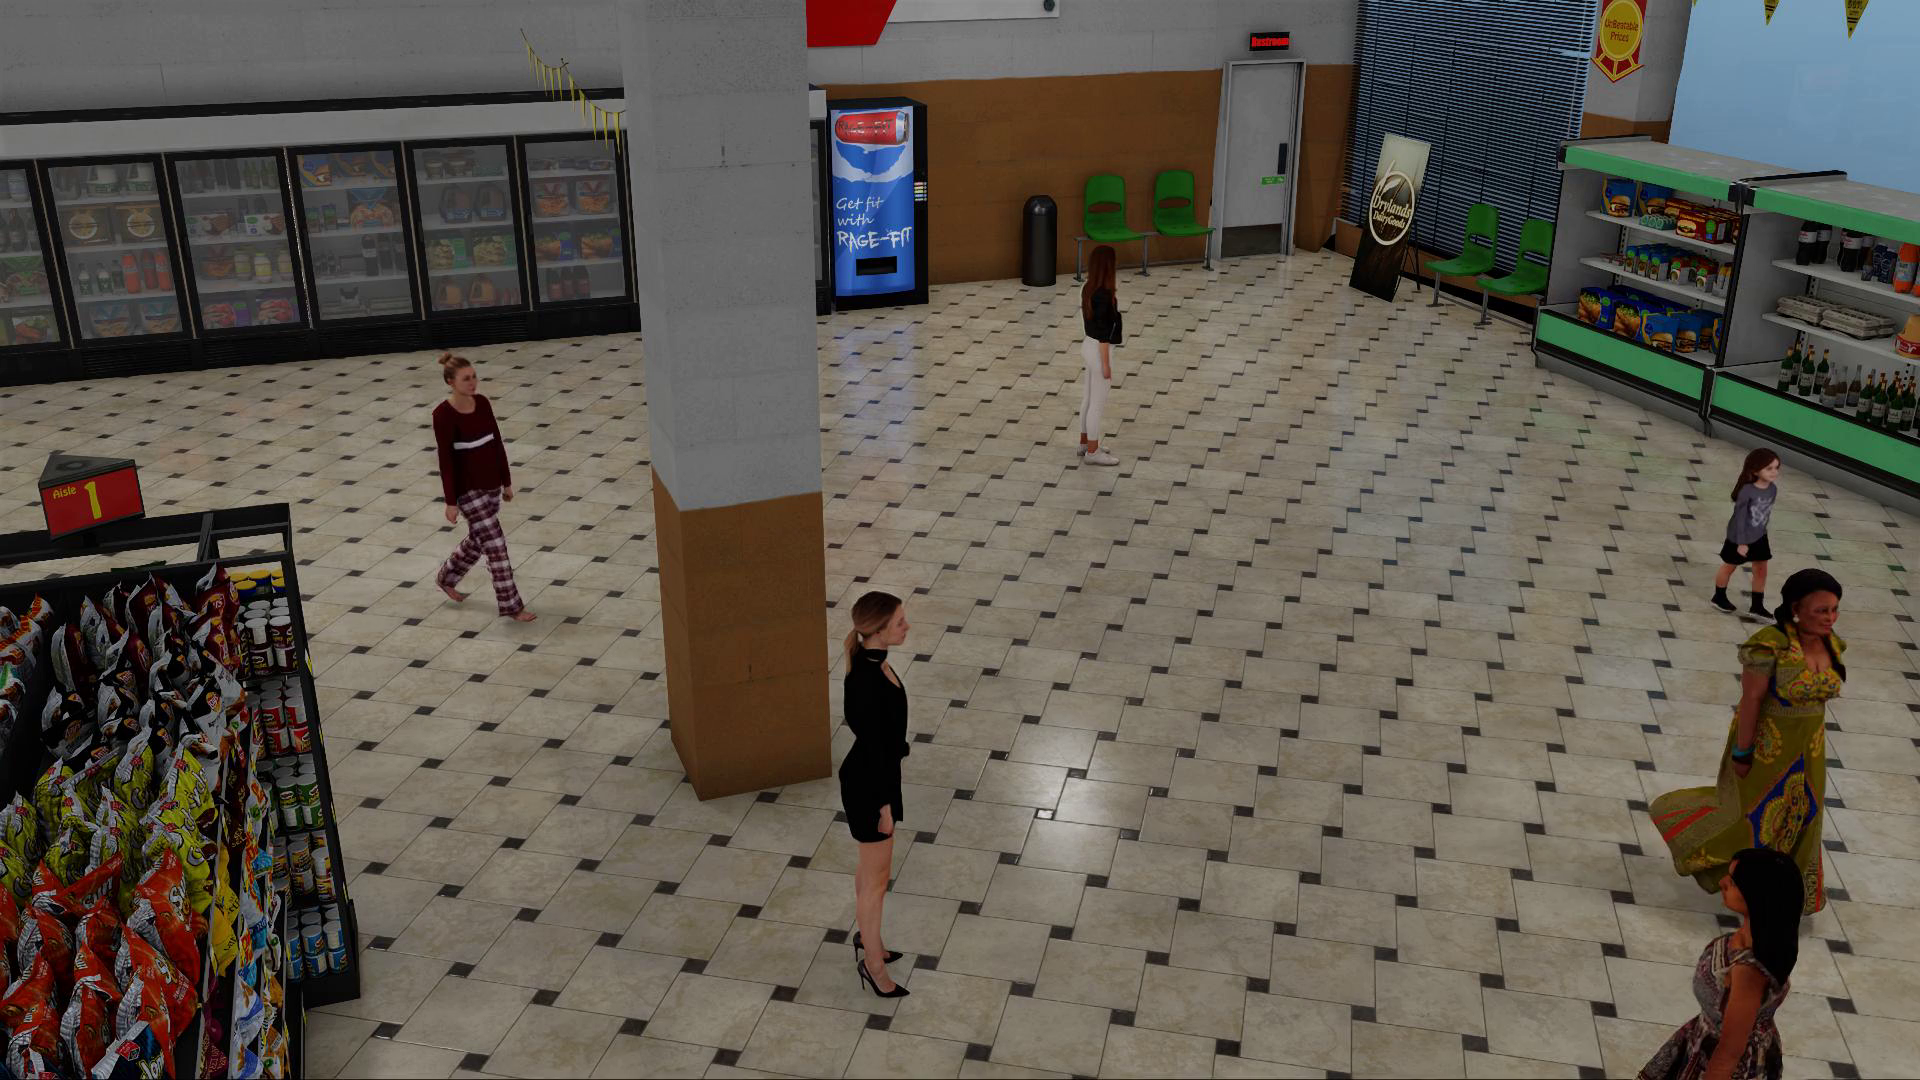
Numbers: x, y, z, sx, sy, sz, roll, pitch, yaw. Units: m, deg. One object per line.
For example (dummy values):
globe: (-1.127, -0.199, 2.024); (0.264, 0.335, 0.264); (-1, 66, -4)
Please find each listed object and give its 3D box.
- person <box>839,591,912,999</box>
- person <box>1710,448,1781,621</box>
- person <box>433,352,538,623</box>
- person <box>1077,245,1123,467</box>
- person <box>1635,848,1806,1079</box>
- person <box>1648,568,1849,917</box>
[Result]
person: (-0.335, 1.014, 6.696); (0.673, 1.768, 0.525); (-2, 22, -6)
person: (4.830, -0.064, 10.286); (0.471, 1.091, 0.629); (-8, 23, -18)
person: (-3.001, -0.309, 10.135); (1.095, 1.660, 1.035); (10, 24, 23)
person: (1.070, -1.440, 12.892); (0.710, 1.702, 0.521); (-3, 22, -8)
person: (2.481, 1.691, 5.187); (0.903, 1.638, 0.841); (12, 25, 28)
person: (3.472, 0.872, 7.214); (0.694, 1.644, 0.909); (-8, 23, -19)
